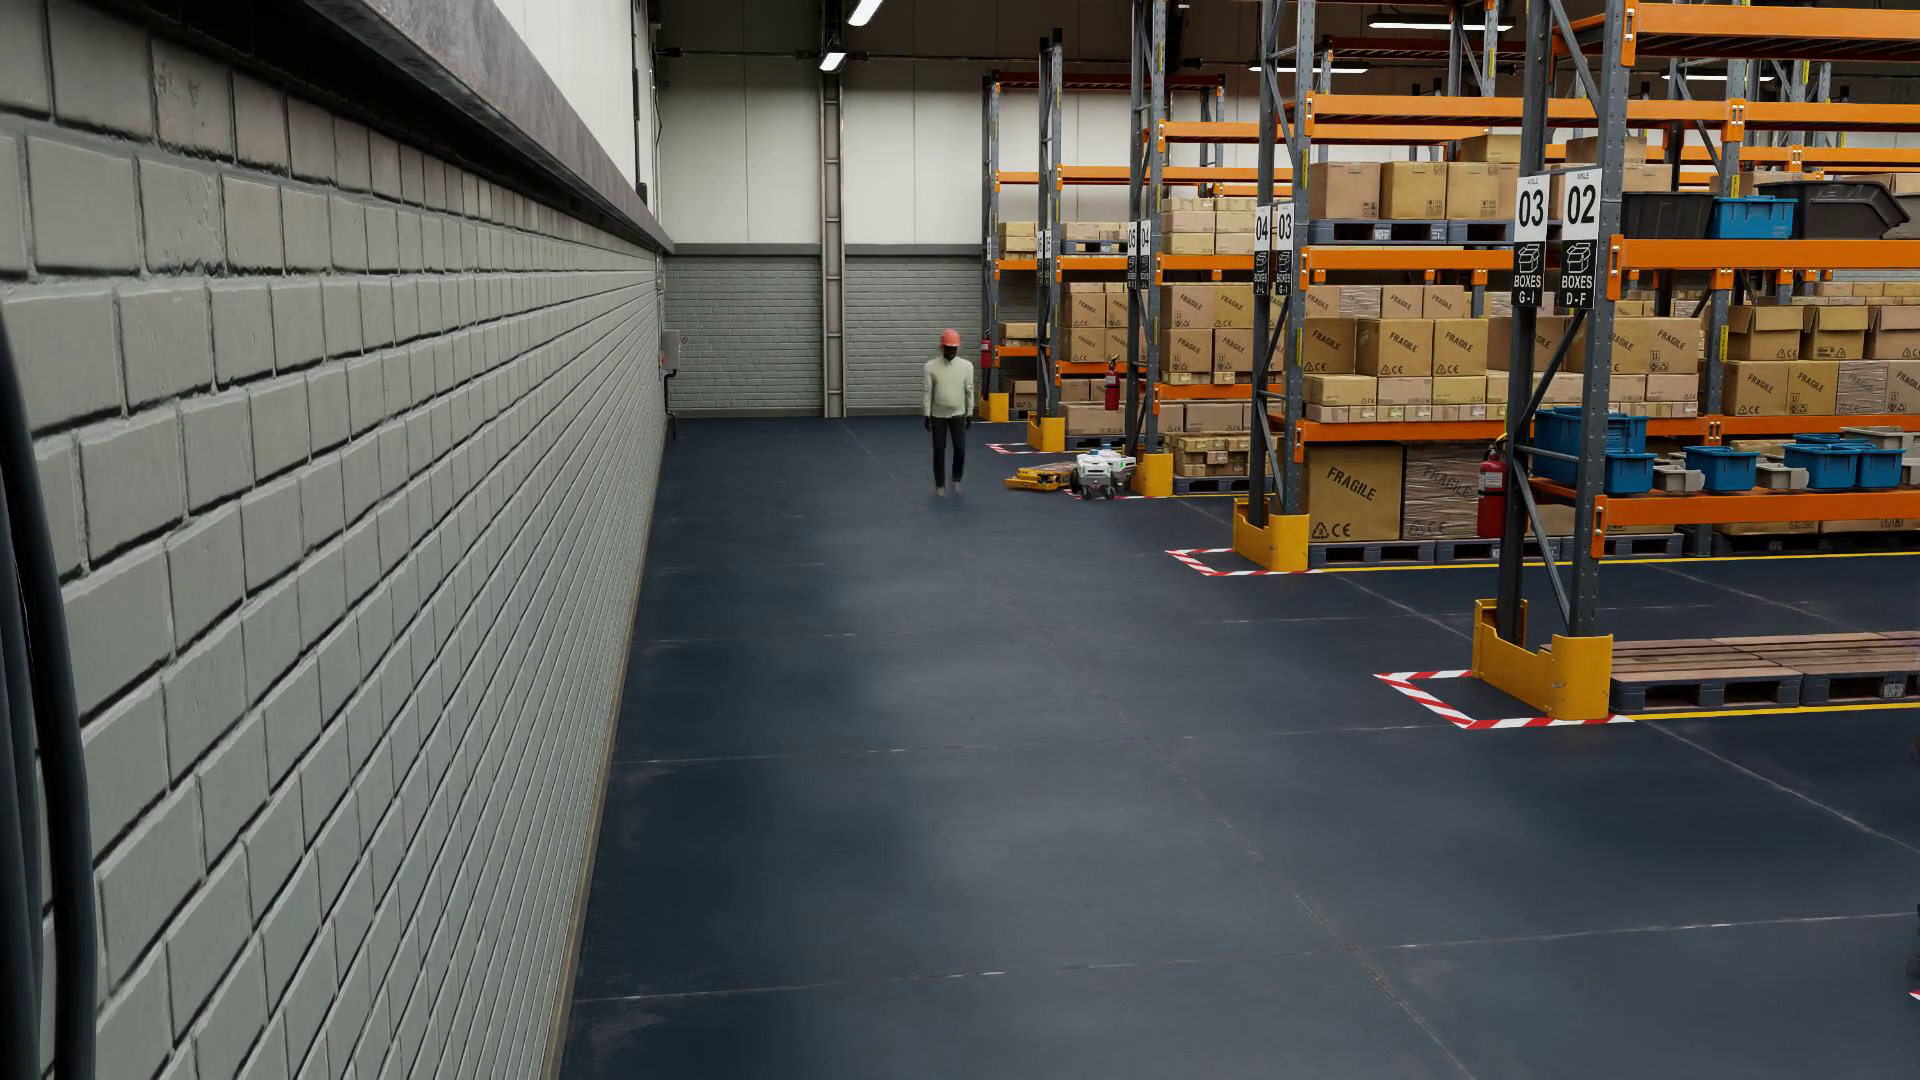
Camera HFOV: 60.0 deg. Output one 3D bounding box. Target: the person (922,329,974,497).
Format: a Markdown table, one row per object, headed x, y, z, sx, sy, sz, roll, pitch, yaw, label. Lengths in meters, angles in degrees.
| x | y | z | sx | sy | sz | roll | pitch | yaw | label |
| --- | --- | --- | --- | --- | --- | --- | --- | --- | --- |
| -0.141 | -1.478 | 19.473 | 0.606 | 1.975 | 0.528 | 0 | 9 | -2 | person |

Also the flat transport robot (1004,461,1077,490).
| x | y | z | sx | sy | sz | roll | pitch | yaw | label |
| --- | --- | --- | --- | --- | --- | --- | --- | --- | --- |
| 1.244 | -0.806 | 20.564 | 0.652 | 0.197 | 1.431 | 8 | 12 | 39 | flat transport robot |

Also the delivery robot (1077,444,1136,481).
| x | y | z | sx | sy | sz | roll | pitch | yaw | label |
| --- | --- | --- | --- | --- | --- | --- | --- | --- | --- |
| 1.765 | -0.915 | 20.074 | 0.707 | 0.478 | 0.477 | 8 | 12 | 39 | delivery robot |

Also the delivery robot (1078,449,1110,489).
| x | y | z | sx | sy | sz | roll | pitch | yaw | label |
| --- | --- | --- | --- | --- | --- | --- | --- | --- | --- |
| 1.567 | -0.818 | 19.473 | 0.477 | 0.478 | 0.707 | 0 | 9 | 0 | delivery robot |
